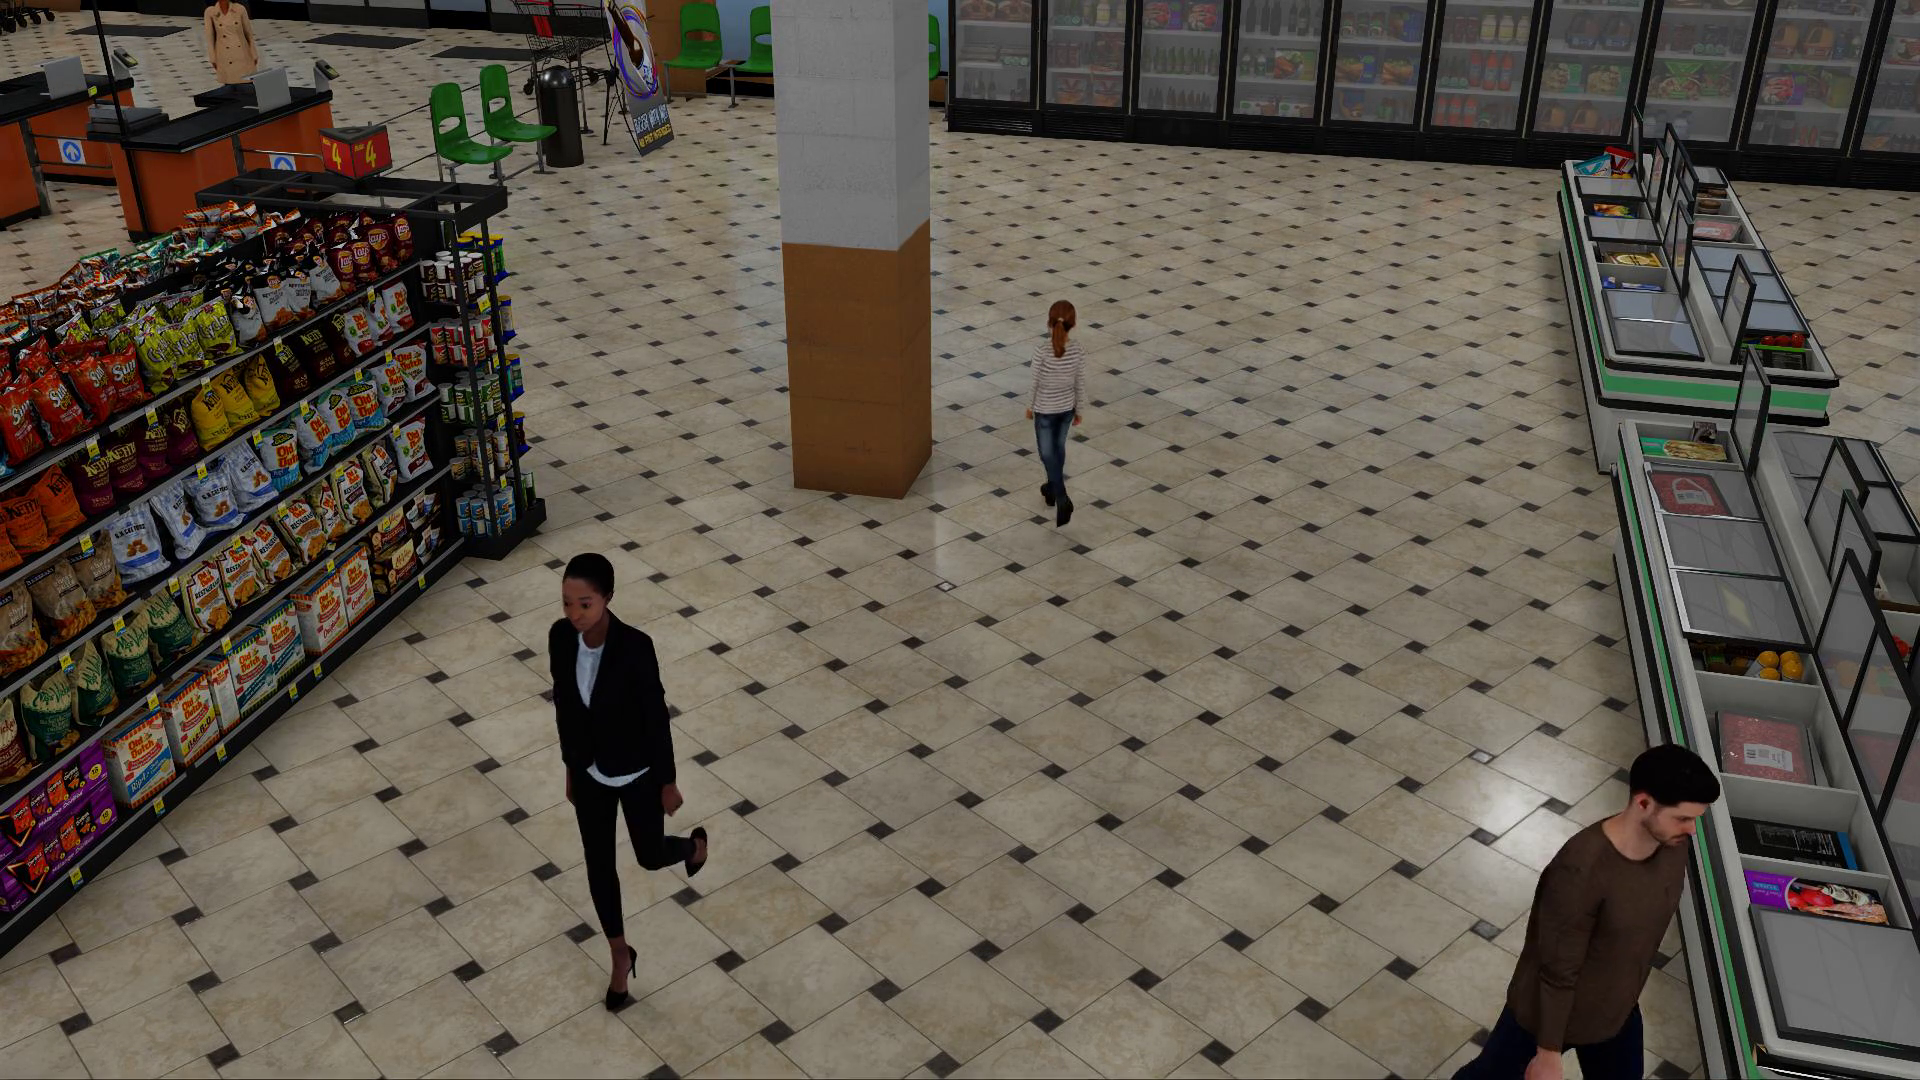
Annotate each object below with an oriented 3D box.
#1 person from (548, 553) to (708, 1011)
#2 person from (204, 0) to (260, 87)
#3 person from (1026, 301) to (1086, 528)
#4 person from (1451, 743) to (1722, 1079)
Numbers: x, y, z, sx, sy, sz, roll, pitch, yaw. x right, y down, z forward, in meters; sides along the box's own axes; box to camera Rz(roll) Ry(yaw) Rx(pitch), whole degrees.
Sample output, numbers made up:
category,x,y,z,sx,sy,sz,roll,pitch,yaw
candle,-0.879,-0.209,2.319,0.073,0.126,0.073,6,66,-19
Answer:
category,x,y,z,sx,sy,sz,roll,pitch,yaw
person,-1.177,0.814,5.988,0.647,1.812,0.936,9,28,17
person,-7.862,-5.218,18.027,0.724,1.681,0.745,-11,29,-20
person,0.558,-0.712,9.567,0.747,1.297,0.932,-7,28,-13
person,1.762,1.333,4.948,1.192,1.825,1.267,-13,29,-23
